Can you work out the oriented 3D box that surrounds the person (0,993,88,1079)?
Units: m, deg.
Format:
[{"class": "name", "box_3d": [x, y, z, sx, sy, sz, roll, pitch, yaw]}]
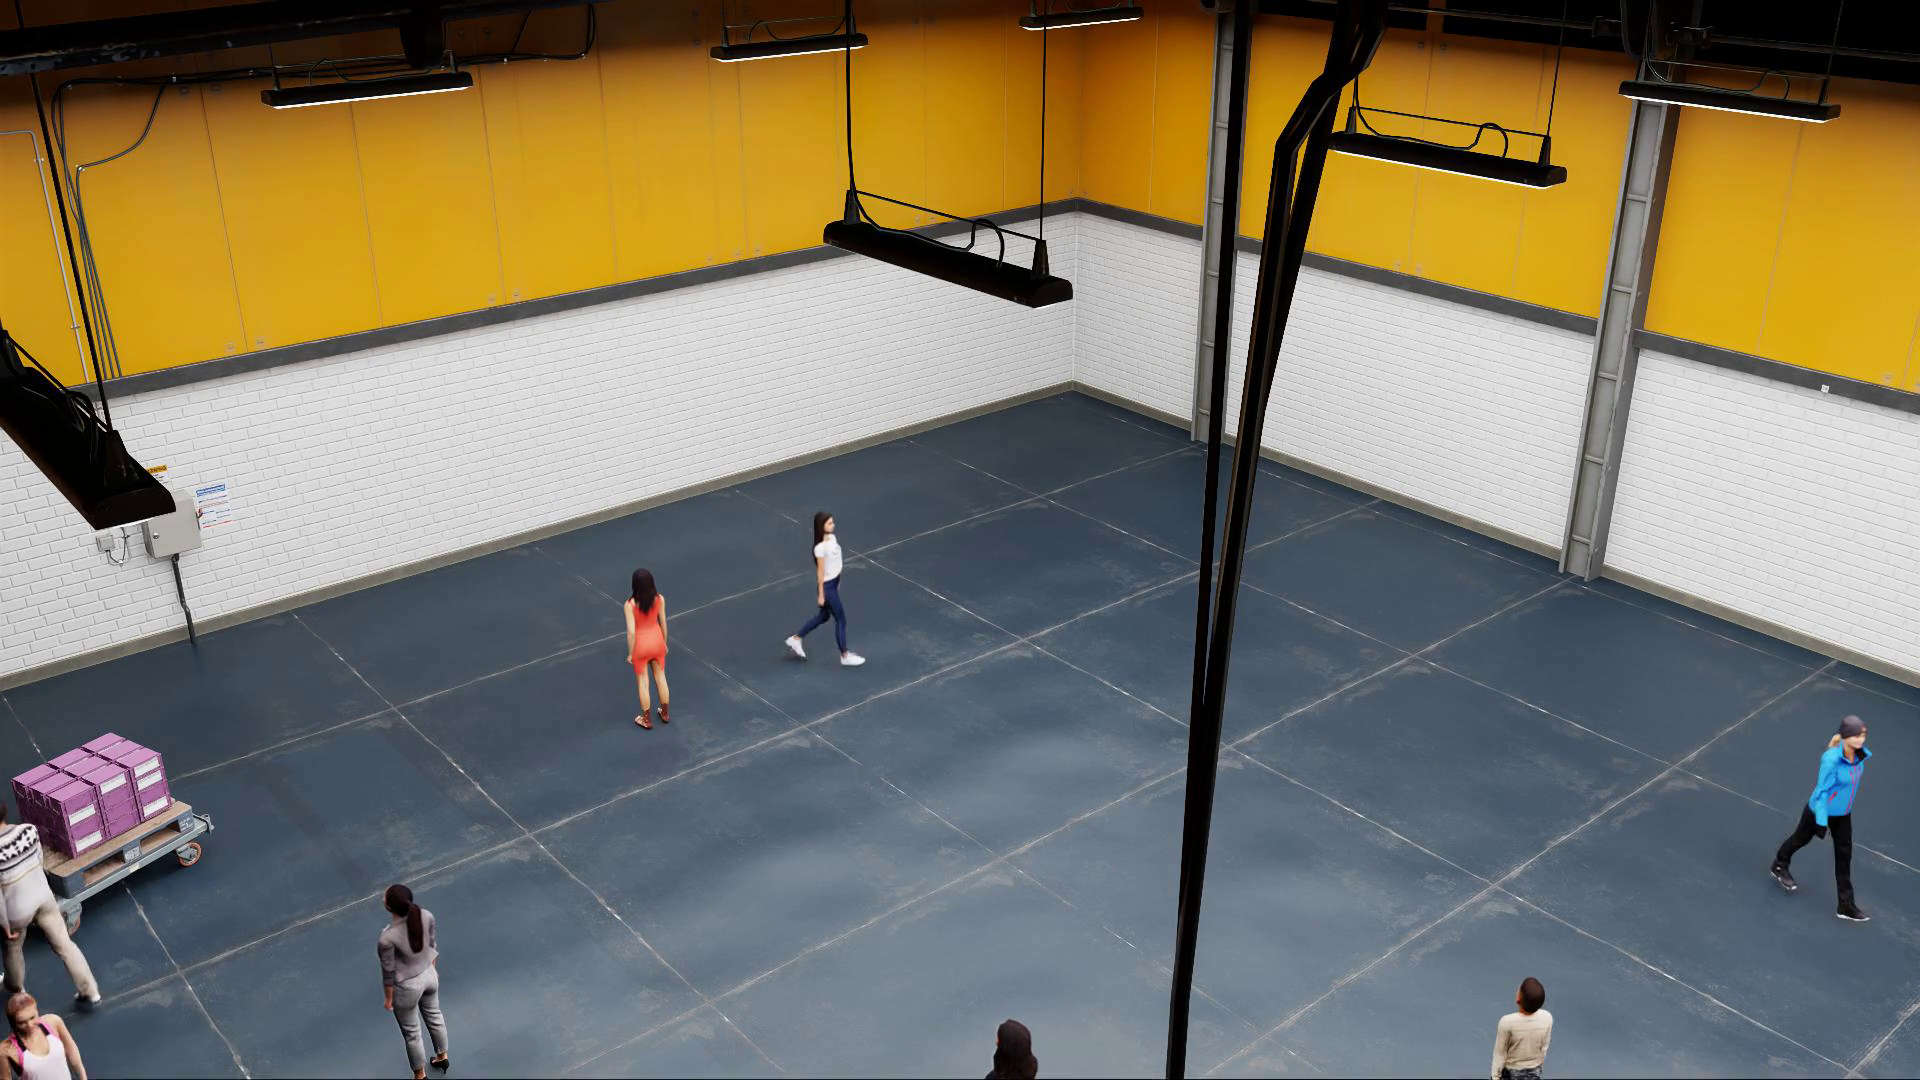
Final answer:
[{"class": "person", "box_3d": [-5.861, 3.563, 10.572, 0.939, 1.759, 0.797, 11, 26, 24]}]

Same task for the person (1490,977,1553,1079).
[{"class": "person", "box_3d": [3.711, 3.550, 10.985, 0.730, 1.453, 0.810, -3, 24, -6]}]

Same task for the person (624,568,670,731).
[{"class": "person", "box_3d": [-3.070, 1.057, 16.353, 0.593, 1.719, 0.537, -16, 28, -33]}]

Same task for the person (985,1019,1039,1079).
[{"class": "person", "box_3d": [0.339, 3.699, 10.286, 0.570, 1.739, 0.591, 20, 30, 38]}]

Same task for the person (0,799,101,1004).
[{"class": "person", "box_3d": [-6.890, 2.739, 12.388, 1.318, 1.815, 1.026, 11, 26, 24]}]

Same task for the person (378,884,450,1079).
[{"class": "person", "box_3d": [-3.833, 3.128, 11.668, 0.697, 1.679, 0.694, 14, 27, 28]}]

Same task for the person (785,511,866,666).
[{"class": "person", "box_3d": [-1.477, 0.523, 17.544, 1.163, 1.745, 1.055, 4, 24, 8]}]

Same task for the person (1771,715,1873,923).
[{"class": "person", "box_3d": [7.068, 2.208, 13.691, 0.917, 1.745, 1.242, -8, 25, -18]}]
